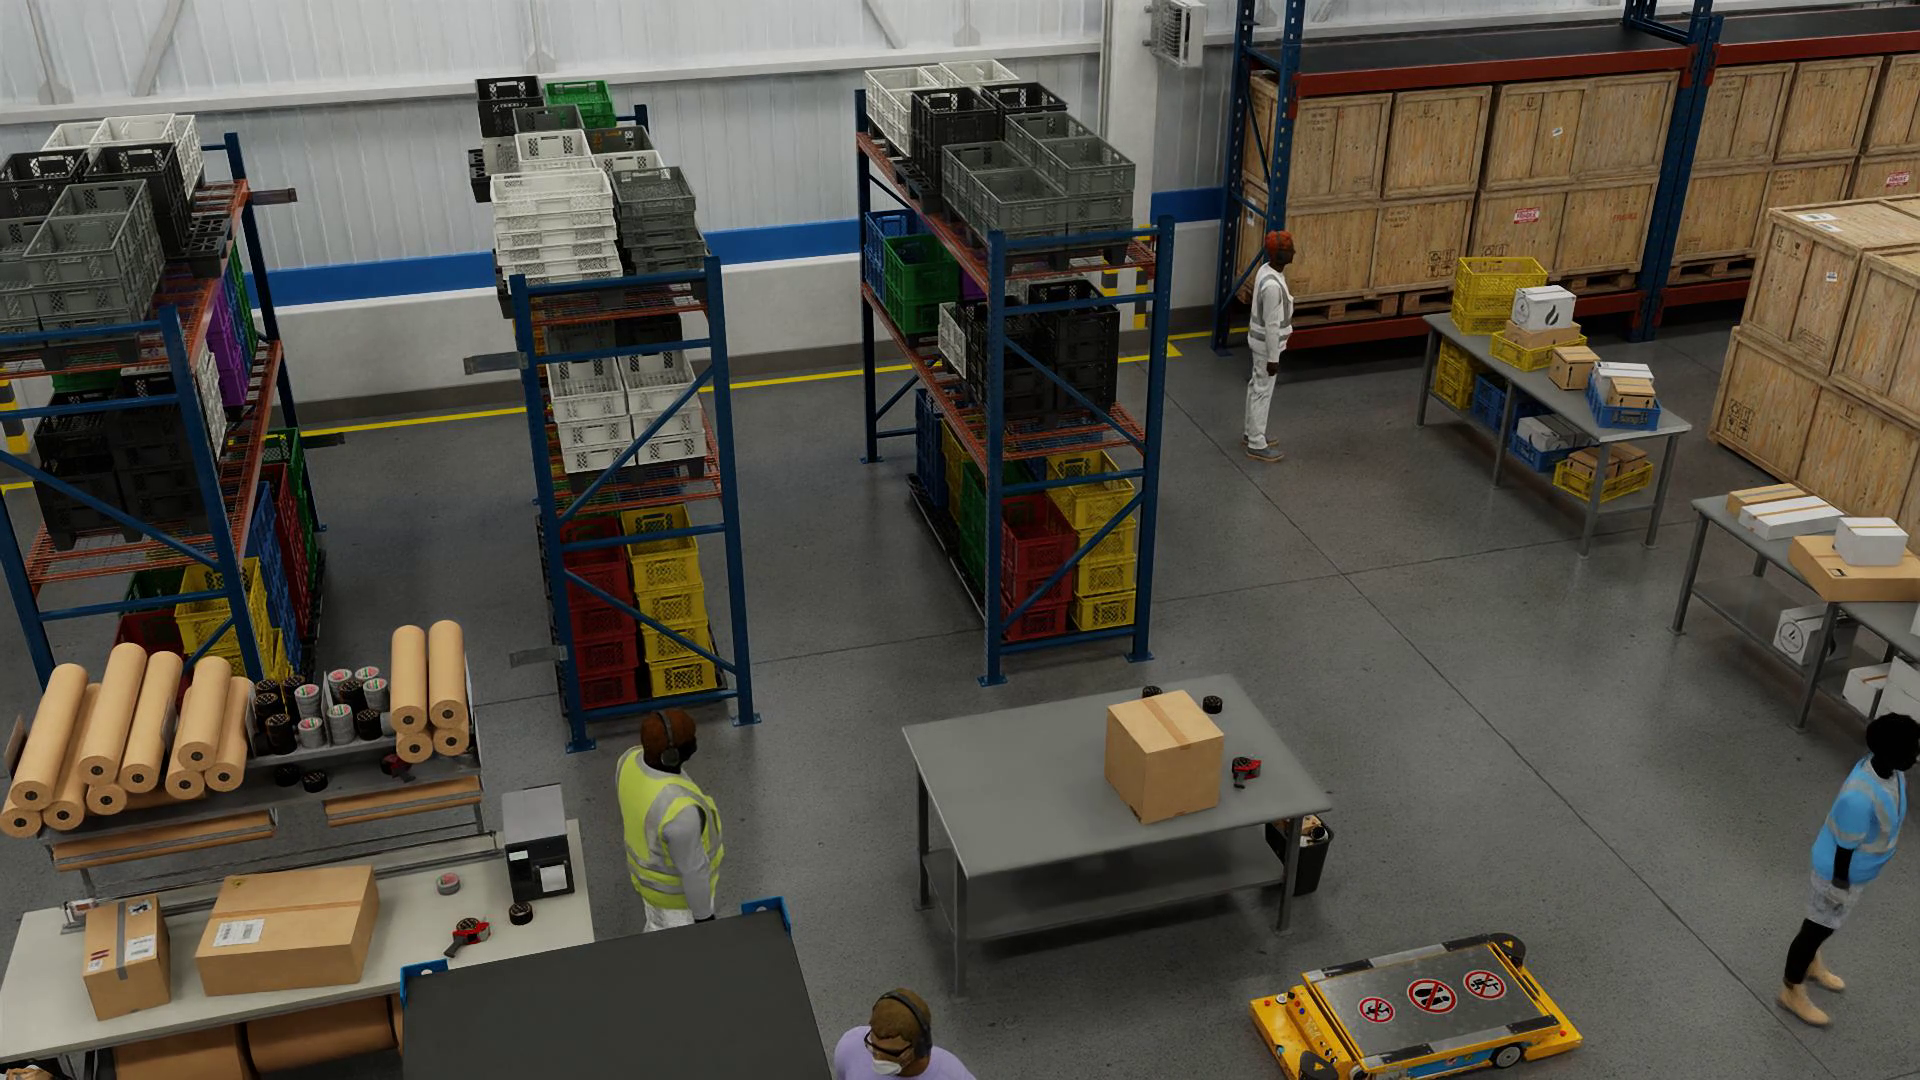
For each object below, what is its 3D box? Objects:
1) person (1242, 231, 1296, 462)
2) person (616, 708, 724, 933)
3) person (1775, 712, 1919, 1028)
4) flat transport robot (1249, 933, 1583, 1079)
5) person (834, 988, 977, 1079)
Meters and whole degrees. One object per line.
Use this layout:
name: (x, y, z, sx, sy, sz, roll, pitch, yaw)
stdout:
person: (2.479, -1.556, 13.302, 0.355, 1.884, 0.575, 2, 29, 4)
person: (-1.297, 1.562, 7.671, 0.429, 1.842, 0.627, -18, 34, -30)
person: (4.214, 1.530, 7.878, 0.317, 1.695, 0.540, 23, 36, 35)
flat transport robot: (2.184, 2.282, 7.980, 1.431, 0.197, 0.652, -8, 30, -14)
person: (-0.194, 2.384, 6.076, 0.631, 1.939, 0.370, 14, 32, 24)
